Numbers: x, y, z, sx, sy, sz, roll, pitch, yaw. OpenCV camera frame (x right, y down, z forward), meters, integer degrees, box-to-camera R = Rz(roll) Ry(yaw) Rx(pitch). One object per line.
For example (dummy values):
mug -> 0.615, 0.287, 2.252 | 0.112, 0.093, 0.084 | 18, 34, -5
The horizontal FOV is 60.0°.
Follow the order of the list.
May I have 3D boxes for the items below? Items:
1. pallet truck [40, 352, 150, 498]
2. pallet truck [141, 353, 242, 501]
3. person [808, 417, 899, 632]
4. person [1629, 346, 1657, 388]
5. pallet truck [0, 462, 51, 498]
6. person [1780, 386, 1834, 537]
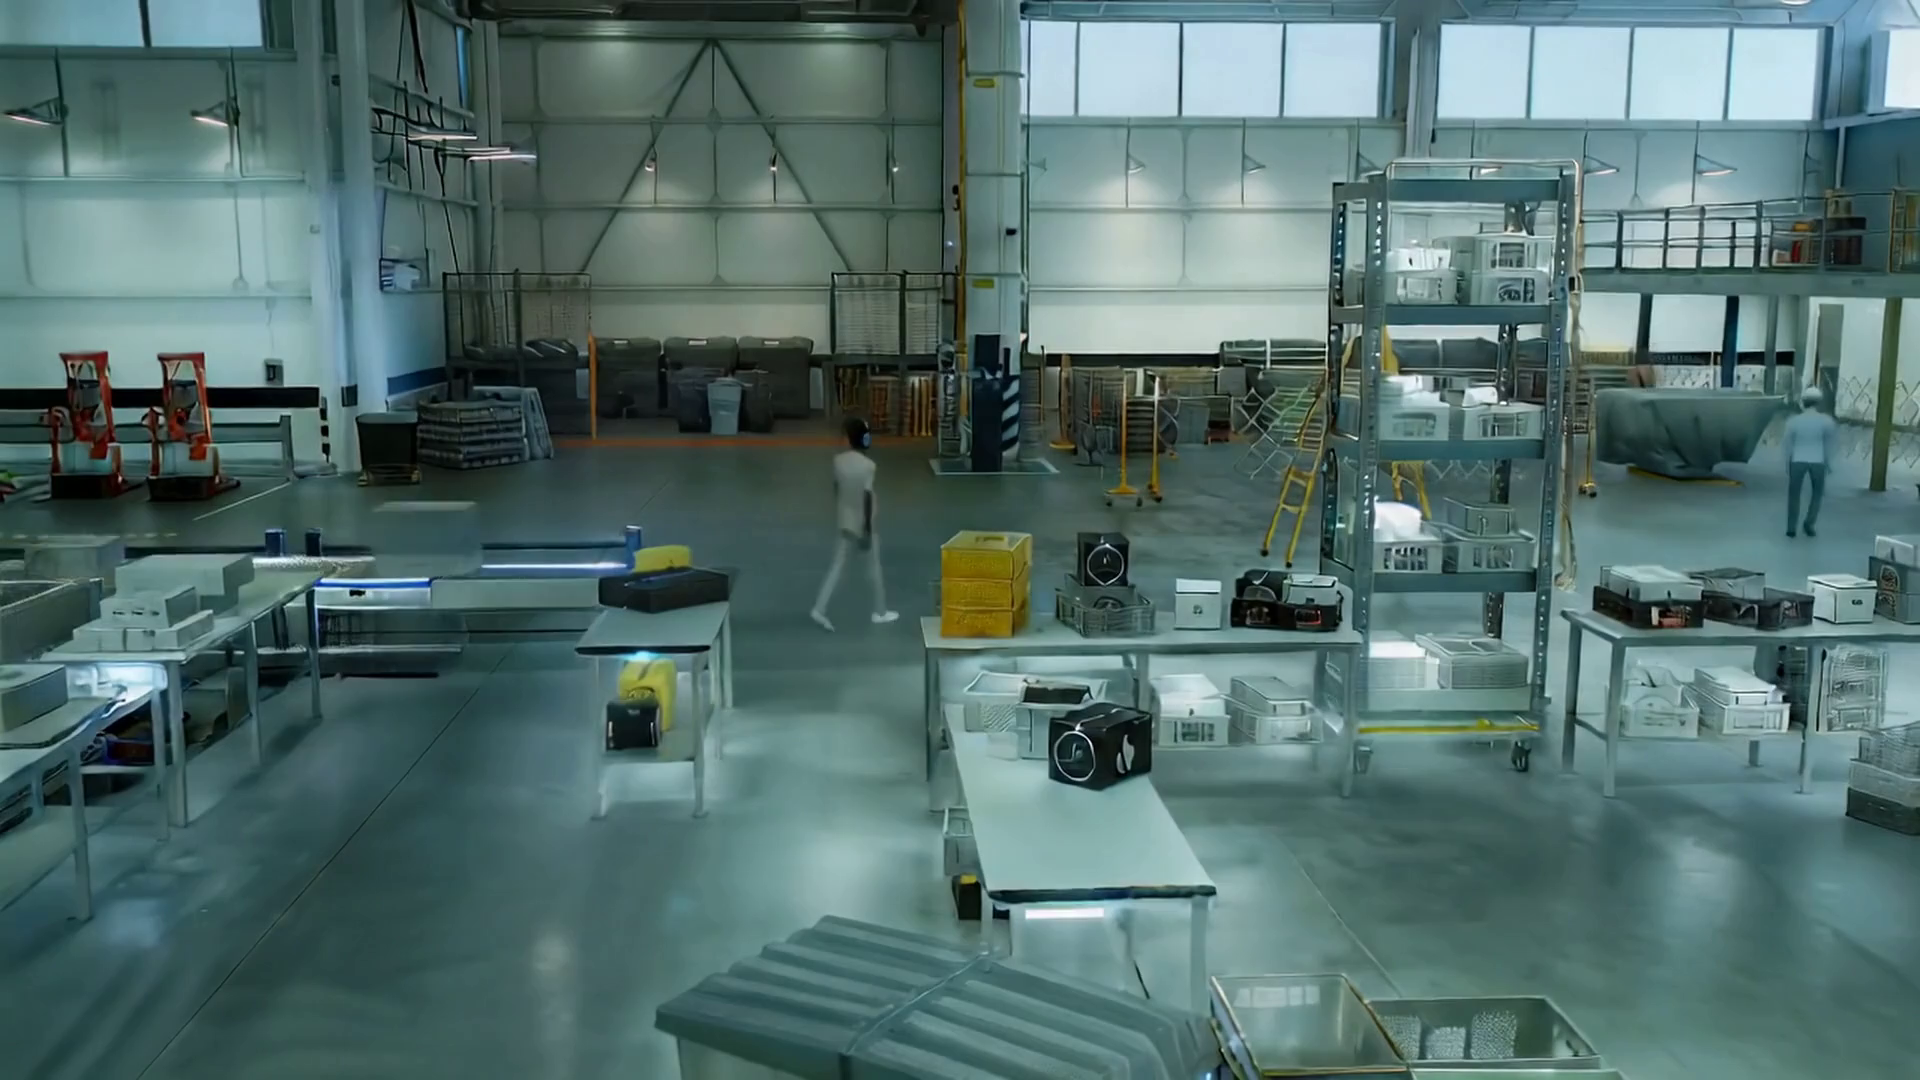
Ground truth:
pallet truck -> -11.907, -1.642, 23.165 | 0.823, 1.965, 1.885 | 0, 9, 0
pallet truck -> -10.520, -1.604, 22.925 | 0.823, 1.965, 1.885 | -1, 9, -6
person -> -0.928, -0.139, 14.261 | 0.520, 1.836, 0.957 | 7, 12, 38
person -> 11.572, -2.350, 28.109 | 0.750, 1.853, 0.372 | -5, 10, -27
pallet truck -> -13.193, -1.293, 23.148 | 0.653, 1.274, 1.630 | -1, 9, -4
person -> 9.796, -0.897, 19.237 | 0.567, 1.757, 0.362 | 7, 11, 37
